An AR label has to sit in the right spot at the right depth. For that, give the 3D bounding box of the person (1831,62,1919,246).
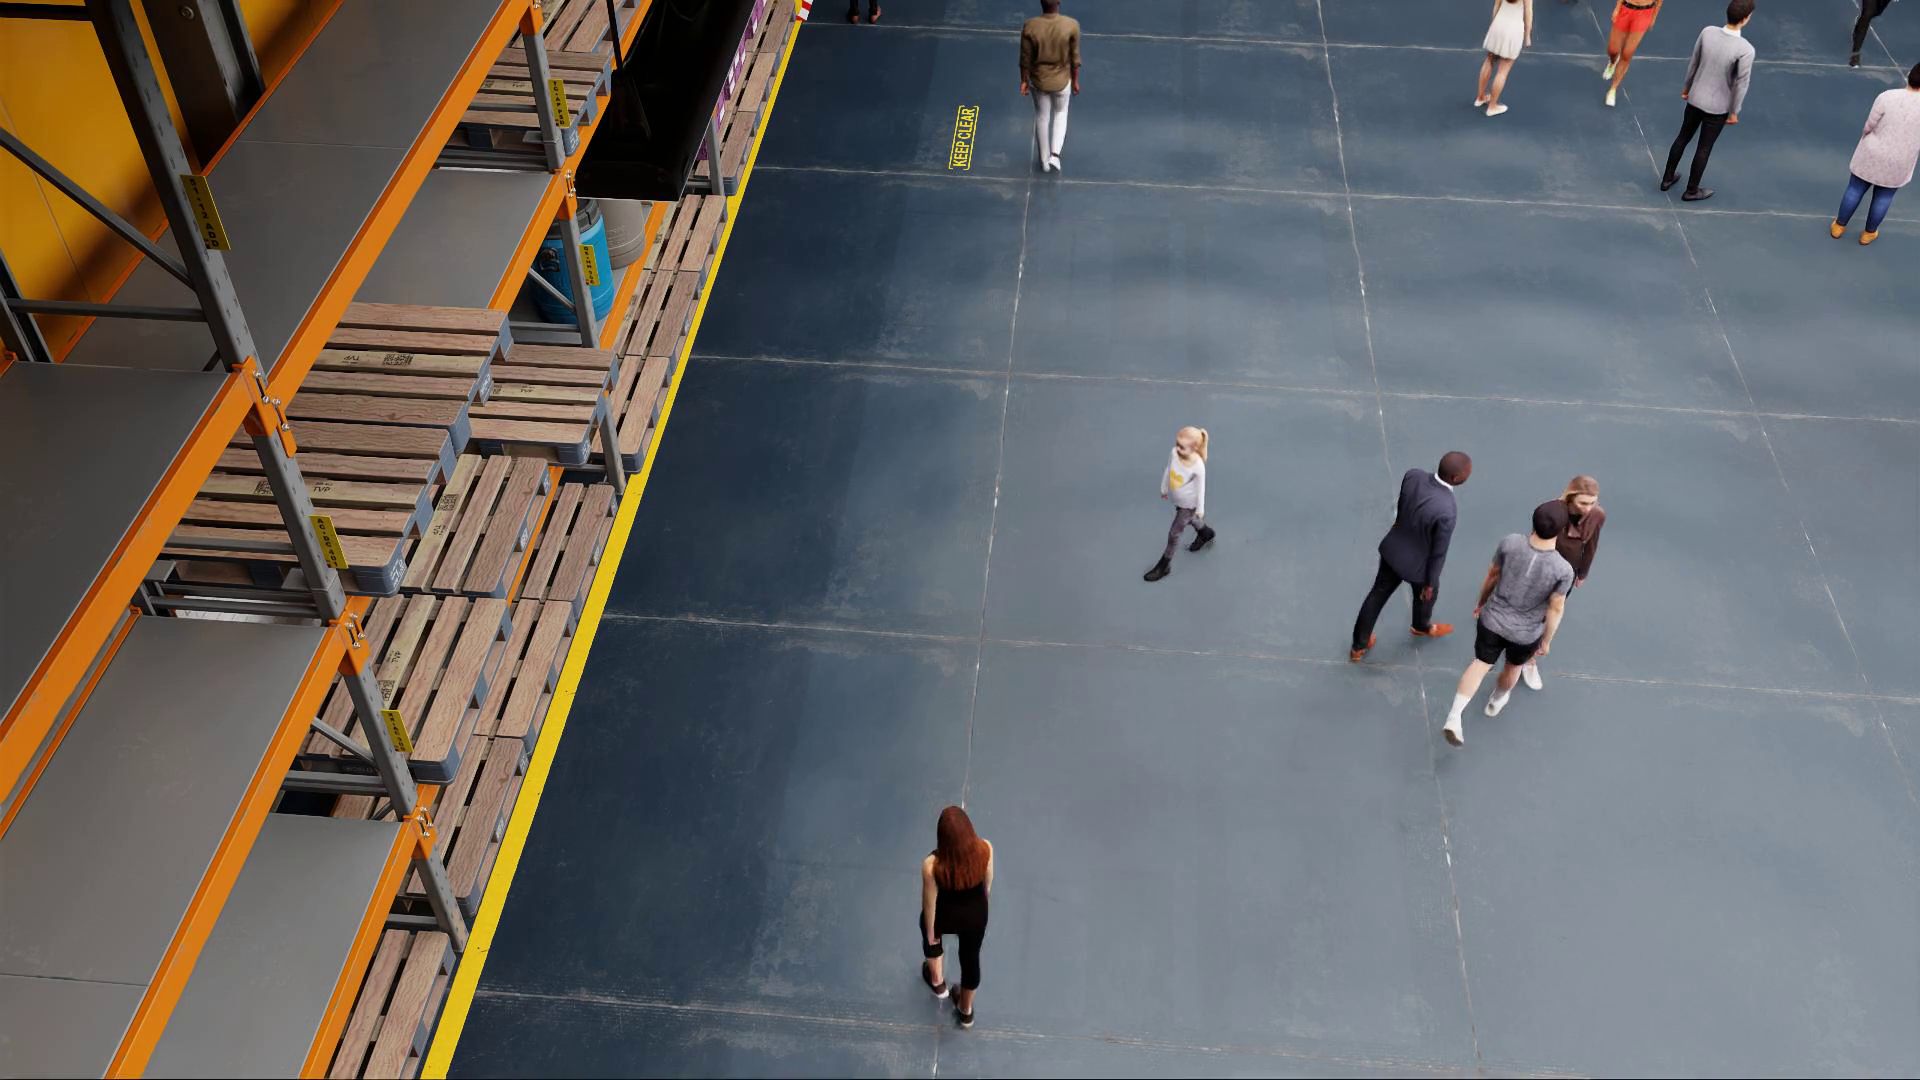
[{"bbox_3d":[8.116,-3.403,14.554,0.782,1.744,0.779,22,48,21],"label":"person"}]

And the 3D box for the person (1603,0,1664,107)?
[{"bbox_3d":[6.661,-5.215,16.431,0.702,1.778,0.877,15,46,15],"label":"person"}]

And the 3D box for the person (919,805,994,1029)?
[{"bbox_3d":[0.009,2.057,8.847,0.680,1.710,0.767,-9,44,-9],"label":"person"}]

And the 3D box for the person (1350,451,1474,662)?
[{"bbox_3d":[2.874,0.163,10.781,1.137,1.783,1.132,-20,47,-19],"label":"person"}]

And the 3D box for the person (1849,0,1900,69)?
[{"bbox_3d":[9.492,-5.756,17.115,0.651,1.618,1.097,9,44,10],"label":"person"}]

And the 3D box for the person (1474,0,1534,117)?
[{"bbox_3d":[5.335,-4.971,16.223,0.728,1.710,0.655,-25,49,-24],"label":"person"}]

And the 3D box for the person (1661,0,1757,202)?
[{"bbox_3d":[6.778,-3.989,15.039,0.898,1.922,0.807,-25,49,-24],"label":"person"}]

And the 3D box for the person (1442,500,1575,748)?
[{"bbox_3d":[3.377,0.572,10.315,1.025,1.835,1.168,30,51,28],"label":"person"}]

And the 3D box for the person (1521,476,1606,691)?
[{"bbox_3d":[3.837,0.167,10.851,0.744,1.683,1.034,-4,44,-4],"label":"person"}]

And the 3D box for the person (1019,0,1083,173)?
[{"bbox_3d":[0.835,-4.173,15.310,0.738,1.814,0.724,2,44,3],"label":"person"}]

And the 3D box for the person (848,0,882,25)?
[{"bbox_3d":[-1.061,-6.394,17.592,0.728,1.884,0.606,-3,44,-3],"label":"person"}]

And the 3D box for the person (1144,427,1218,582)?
[{"bbox_3d":[1.632,-0.310,11.656,0.884,1.262,0.893,-22,48,-21],"label":"person"}]
